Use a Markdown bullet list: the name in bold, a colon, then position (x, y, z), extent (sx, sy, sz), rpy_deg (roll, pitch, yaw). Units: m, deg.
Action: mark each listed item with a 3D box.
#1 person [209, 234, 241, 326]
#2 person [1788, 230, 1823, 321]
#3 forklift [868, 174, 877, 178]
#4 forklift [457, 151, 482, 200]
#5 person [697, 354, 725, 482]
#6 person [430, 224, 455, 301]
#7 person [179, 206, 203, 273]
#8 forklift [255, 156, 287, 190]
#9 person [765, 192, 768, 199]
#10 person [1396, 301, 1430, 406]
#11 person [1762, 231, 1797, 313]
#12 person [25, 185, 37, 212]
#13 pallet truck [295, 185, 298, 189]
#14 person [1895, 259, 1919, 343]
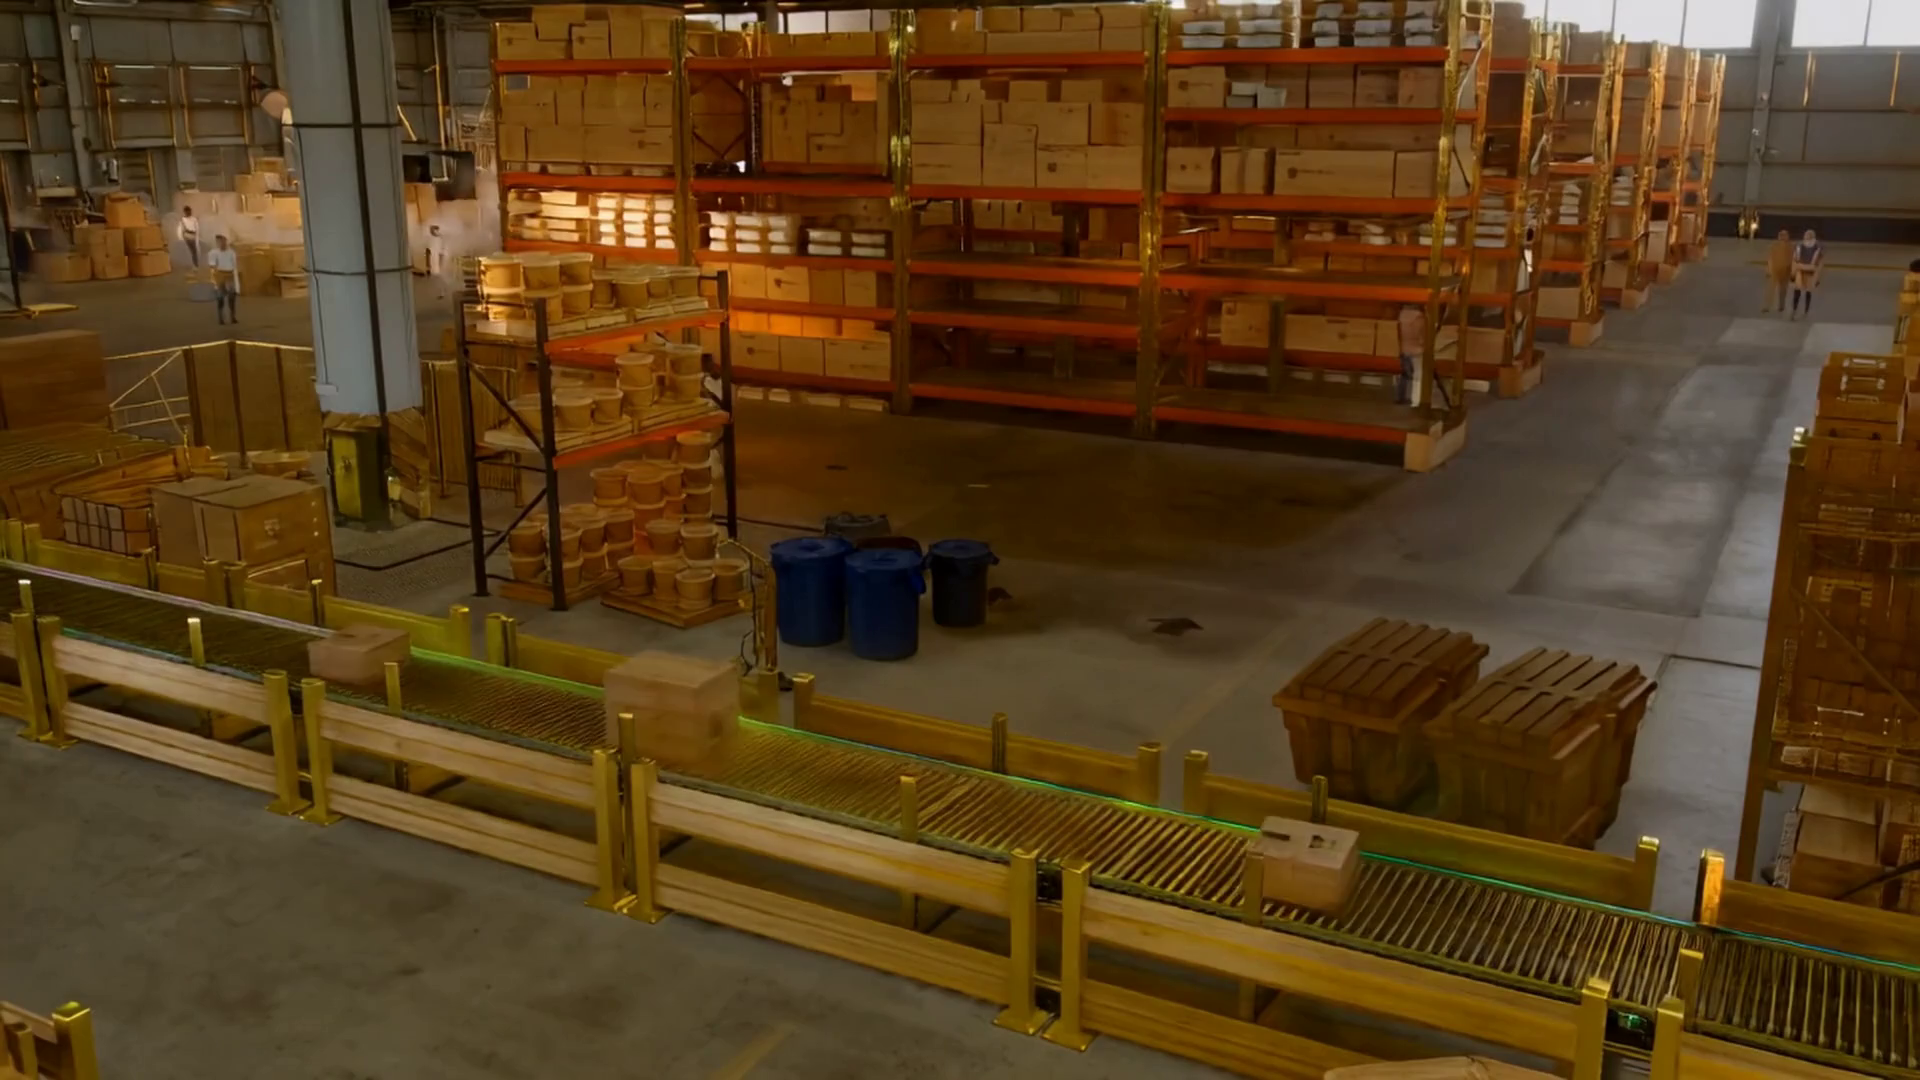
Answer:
- **person**: position (-15.919, -5.641, 36.057), extent (0.373, 1.966, 0.607), rpy_deg (14, 20, 42)
- **person**: position (18.756, -5.874, 36.899), extent (0.626, 1.987, 1.036), rpy_deg (12, 19, 38)
- **forklift**: position (-2.952, -11.669, 56.966), extent (1.873, 2.768, 1.129), rpy_deg (-3, 15, -11)
- **forklift**: position (-19.017, -13.621, 64.305), extent (1.873, 2.768, 1.129), rpy_deg (1, 15, 2)
- **person**: position (-3.274, -1.532, 21.175), extent (0.739, 1.664, 0.552), rpy_deg (0, 15, 1)
- **person**: position (-12.614, -6.749, 40.452), extent (0.493, 1.857, 0.522), rpy_deg (-12, 19, -38)
- **person**: position (-21.636, -8.474, 46.892), extent (0.400, 1.869, 0.586), rpy_deg (12, 19, 38)
- **forklift**: position (-24.235, -12.131, 58.703), extent (1.129, 2.768, 1.873), rpy_deg (0, 15, 0)
- **person**: position (-8.052, -14.015, 67.590), extent (0.632, 1.939, 0.368), rpy_deg (1, 15, 2)
- **person**: position (7.154, -2.954, 26.199), extent (0.429, 1.840, 0.629), rpy_deg (-10, 18, -33)
- **person**: position (18.764, -6.128, 38.084), extent (0.663, 1.867, 0.960), rpy_deg (12, 19, 38)
- **person**: position (-32.086, -11.316, 57.566), extent (1.020, 1.888, 0.563), rpy_deg (0, 15, 1)
- **pallet truck**: position (-26.804, -14.617, 69.738), extent (1.885, 1.965, 0.823), rpy_deg (-14, 20, -42)
- **person**: position (19.025, -4.764, 33.267), extent (0.320, 1.698, 0.538), rpy_deg (-2, 15, -8)
